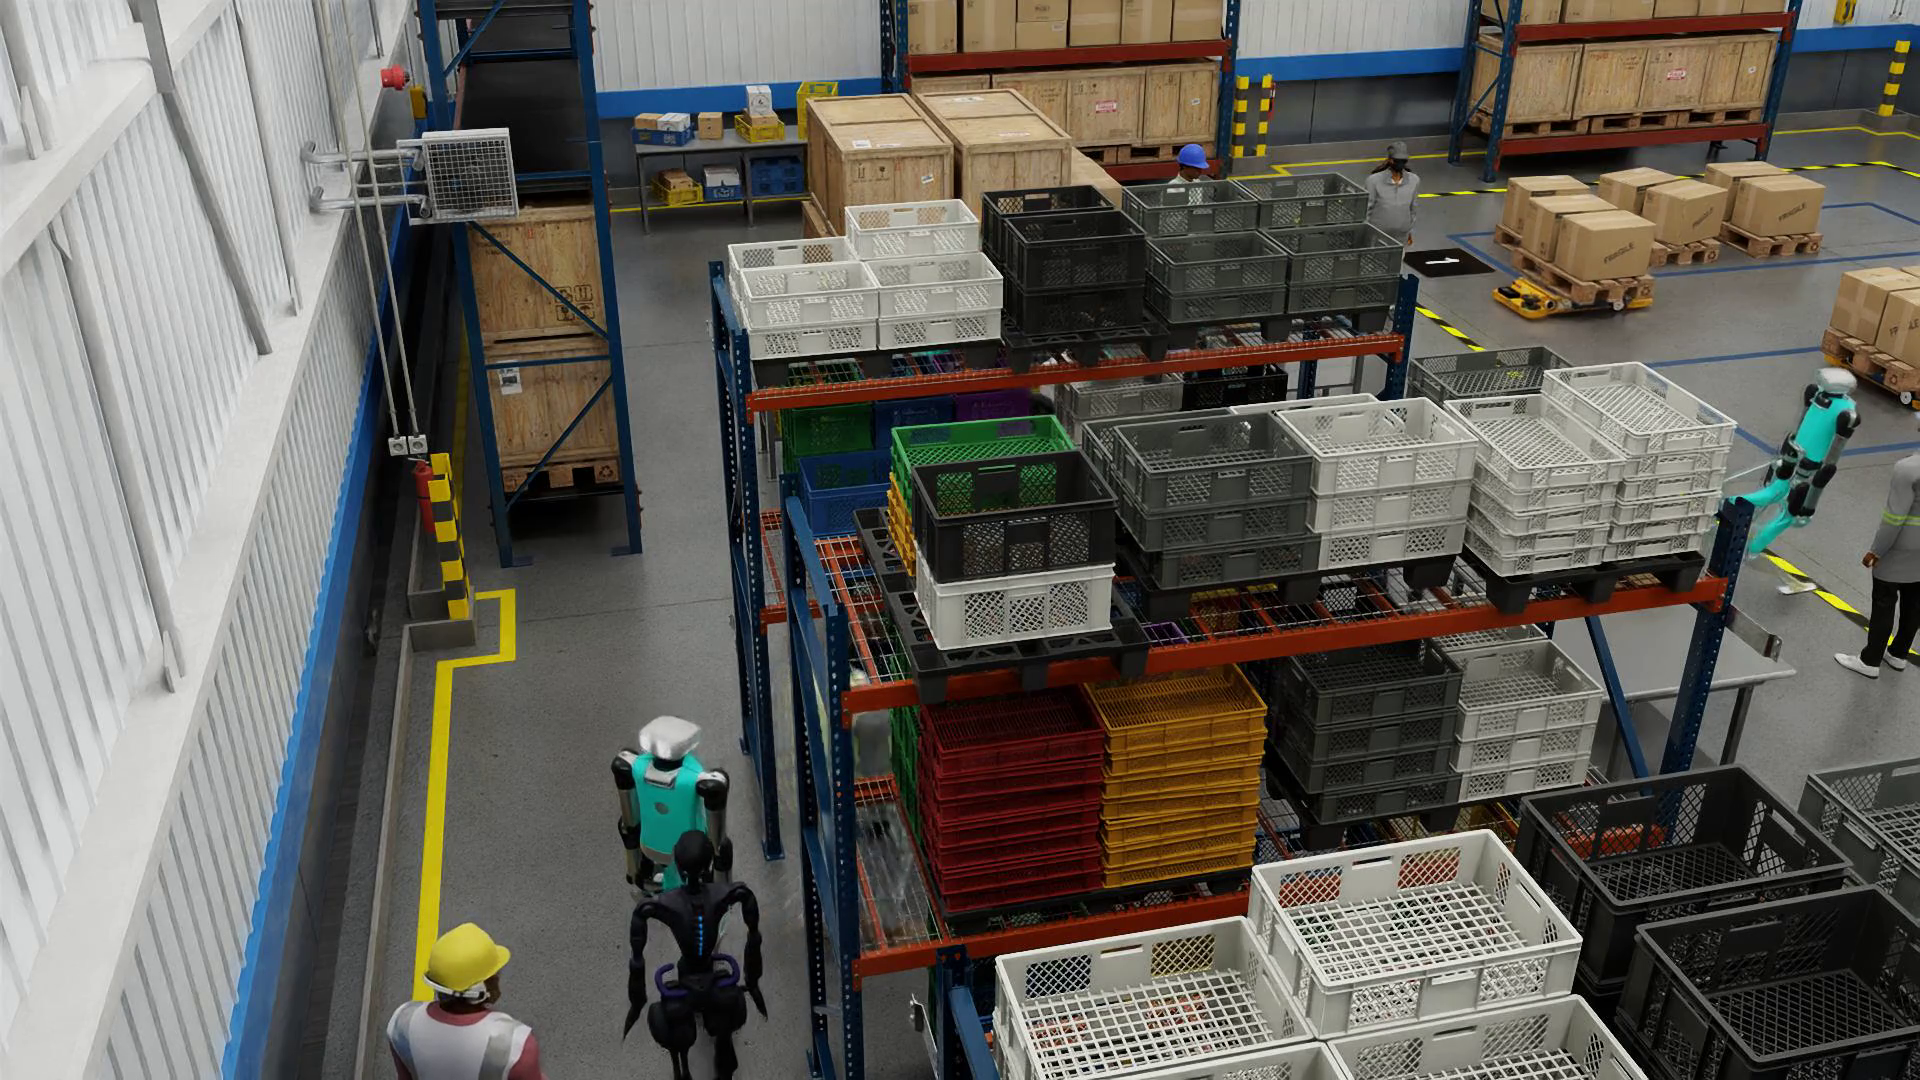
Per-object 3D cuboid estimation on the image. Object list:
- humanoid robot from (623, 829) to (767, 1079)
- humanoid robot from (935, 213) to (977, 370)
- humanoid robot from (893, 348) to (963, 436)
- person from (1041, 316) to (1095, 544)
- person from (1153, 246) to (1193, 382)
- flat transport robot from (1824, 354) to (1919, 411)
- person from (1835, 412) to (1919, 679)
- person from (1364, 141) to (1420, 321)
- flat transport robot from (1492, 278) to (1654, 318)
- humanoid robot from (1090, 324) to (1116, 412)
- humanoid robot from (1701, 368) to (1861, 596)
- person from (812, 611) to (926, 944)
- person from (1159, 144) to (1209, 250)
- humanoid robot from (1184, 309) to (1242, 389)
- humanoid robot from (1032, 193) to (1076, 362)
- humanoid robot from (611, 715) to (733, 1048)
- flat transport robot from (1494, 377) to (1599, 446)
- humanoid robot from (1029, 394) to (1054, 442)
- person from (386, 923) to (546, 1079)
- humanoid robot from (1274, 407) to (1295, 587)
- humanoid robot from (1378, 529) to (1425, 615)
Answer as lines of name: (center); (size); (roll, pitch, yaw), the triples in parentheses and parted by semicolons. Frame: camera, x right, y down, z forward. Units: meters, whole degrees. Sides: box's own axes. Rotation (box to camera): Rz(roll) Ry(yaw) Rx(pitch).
humanoid robot: (-1.114, 1.909, 6.948); (0.610, 1.645, 0.606); (-10, 29, -18)
humanoid robot: (0.140, -1.847, 14.097); (0.708, 1.902, 0.542); (-5, 28, -9)
humanoid robot: (-0.408, -0.895, 12.238); (1.027, 1.773, 0.550); (-9, 29, -17)
person: (0.792, -0.703, 11.661); (0.581, 1.881, 0.371); (-19, 33, -32)
person: (1.617, -1.319, 12.666); (0.403, 2.036, 0.598); (11, 30, 21)
flat transport robot: (8.473, -1.467, 14.800); (0.652, 0.197, 1.431); (-6, 28, -12)
person: (5.889, -0.005, 10.358); (0.596, 1.849, 0.385); (-10, 29, -17)
person: (4.120, -2.971, 16.073); (0.564, 1.769, 0.395); (-4, 28, -7)
flat transport robot: (6.179, -2.494, 16.748); (1.431, 0.197, 0.652); (-7, 29, -13)
humanoid robot: (1.149, -0.714, 11.824); (0.697, 1.781, 0.538); (-10, 29, -18)
humanoid robot: (5.394, -0.316, 11.128); (1.074, 1.740, 0.543); (-1, 28, -2)
person: (-0.457, 1.180, 8.163); (0.577, 1.807, 0.660); (-17, 32, -29)
person: (2.049, -2.702, 15.387); (0.411, 1.939, 0.602); (20, 34, 33)
humanoid robot: (1.973, -1.365, 13.085); (0.696, 1.813, 0.556); (15, 31, 27)
humanoid robot: (1.004, -2.397, 15.101); (0.670, 1.638, 0.609); (-6, 28, -11)
humanoid robot: (-1.202, 1.489, 7.653); (0.558, 1.793, 0.731); (8, 29, 15)
flat transport robot: (4.780, -1.036, 14.013); (0.659, 0.231, 1.431); (-6, 28, -12)
humanoid robot: (0.512, -0.222, 11.003); (0.759, 1.623, 0.602); (8, 29, 14)
person: (-1.762, 2.192, 6.213); (0.590, 1.828, 0.404); (7, 29, 13)
humanoid robot: (2.122, -0.093, 10.728); (0.498, 1.651, 0.608); (13, 31, 24)
humanoid robot: (2.889, -0.121, 10.760); (0.585, 1.644, 0.483); (14, 31, 24)
